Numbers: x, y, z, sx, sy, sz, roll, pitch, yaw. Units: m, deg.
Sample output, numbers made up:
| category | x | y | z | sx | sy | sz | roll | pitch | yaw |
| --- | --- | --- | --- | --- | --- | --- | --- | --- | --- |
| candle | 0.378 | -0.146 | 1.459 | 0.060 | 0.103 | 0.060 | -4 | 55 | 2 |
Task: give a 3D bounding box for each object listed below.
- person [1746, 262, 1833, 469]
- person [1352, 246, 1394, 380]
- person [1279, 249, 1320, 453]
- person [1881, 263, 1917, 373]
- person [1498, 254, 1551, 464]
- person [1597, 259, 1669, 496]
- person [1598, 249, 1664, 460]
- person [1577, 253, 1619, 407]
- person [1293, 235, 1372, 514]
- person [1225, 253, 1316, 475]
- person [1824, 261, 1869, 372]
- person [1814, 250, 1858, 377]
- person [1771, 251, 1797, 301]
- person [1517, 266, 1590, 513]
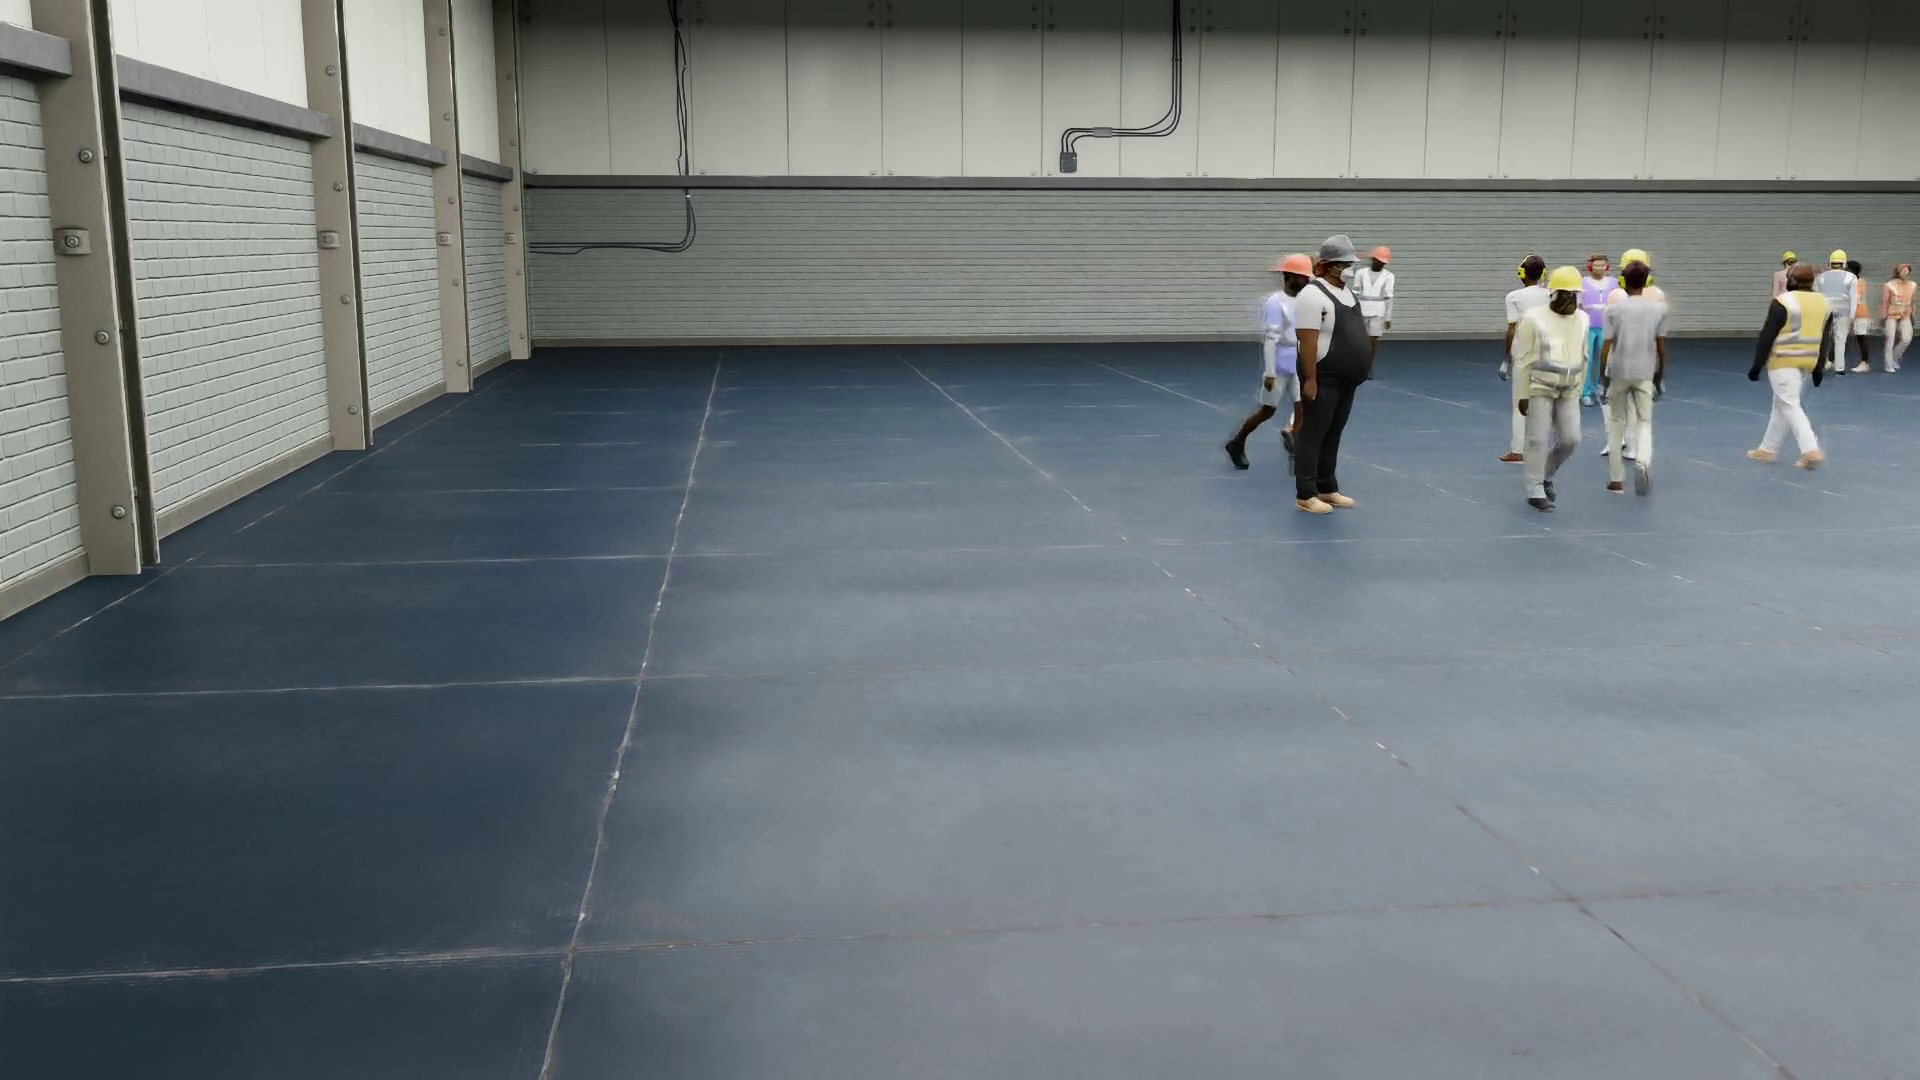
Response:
| category | x | y | z | sx | sy | sz | roll | pitch | yaw |
| --- | --- | --- | --- | --- | --- | --- | --- | --- | --- |
| person | 7.379 | -1.542 | 14.697 | 0.625 | 1.810 | 0.929 | -4 | 11 | -22 |
| person | 5.845 | -3.211 | 23.601 | 0.609 | 1.887 | 0.687 | 4 | 11 | 20 |
| person | 3.241 | -1.774 | 15.651 | 0.632 | 1.914 | 0.899 | 9 | 13 | 40 |
| person | 13.995 | -3.305 | 24.807 | 0.544 | 1.627 | 0.371 | 0 | 10 | -2 |
| person | 5.077 | -1.617 | 14.902 | 0.521 | 1.873 | 0.336 | -2 | 11 | -10 |
| person | 5.243 | -1.252 | 12.951 | 0.528 | 1.851 | 0.712 | 3 | 11 | 16 |
| person | 6.086 | -1.680 | 15.141 | 0.596 | 1.910 | 0.437 | -2 | 10 | -9 |
| person | 7.574 | -2.486 | 19.780 | 0.596 | 1.823 | 0.571 | 0 | 10 | -1 |
| person | 2.765 | -1.223 | 12.276 | 0.535 | 2.000 | 0.688 | 8 | 13 | 38 |
| person | 2.699 | -1.496 | 14.203 | 0.938 | 1.899 | 0.570 | 10 | 14 | 43 |
| person | 13.276 | -3.338 | 24.911 | 0.817 | 1.659 | 0.551 | 1 | 10 | 3 |
| person | 12.687 | -3.284 | 24.135 | 0.590 | 1.837 | 0.403 | 8 | 13 | 37 |
| person | 14.358 | -4.117 | 28.891 | 0.523 | 1.771 | 0.314 | 1 | 10 | 7 |
| person | 4.364 | -1.107 | 12.272 | 0.608 | 1.818 | 0.464 | -3 | 11 | -14 |
